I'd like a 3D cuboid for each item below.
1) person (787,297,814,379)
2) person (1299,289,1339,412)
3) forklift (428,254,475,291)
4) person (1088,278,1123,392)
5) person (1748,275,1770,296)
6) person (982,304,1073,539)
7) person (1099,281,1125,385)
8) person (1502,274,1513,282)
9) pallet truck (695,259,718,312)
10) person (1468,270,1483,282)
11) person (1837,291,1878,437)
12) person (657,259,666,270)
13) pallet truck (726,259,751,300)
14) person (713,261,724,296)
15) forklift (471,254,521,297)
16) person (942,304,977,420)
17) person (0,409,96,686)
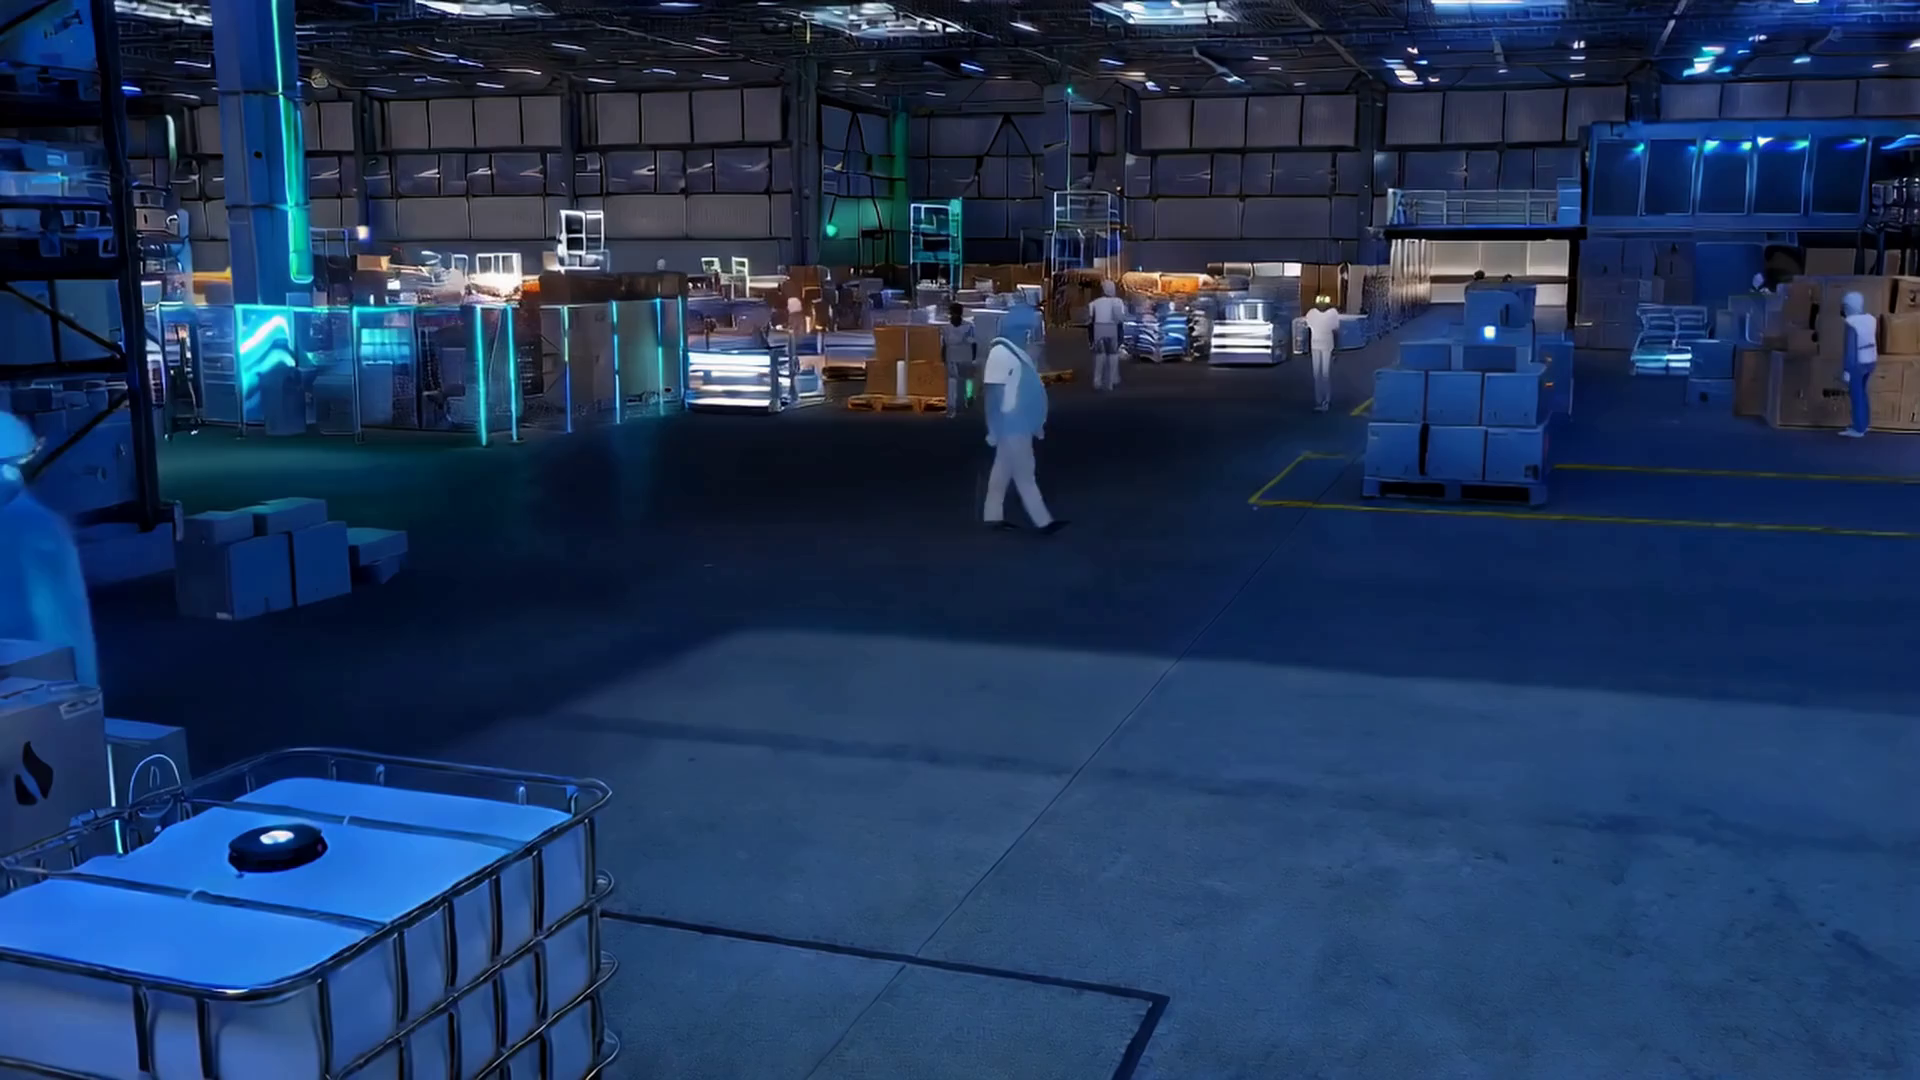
[{"bbox_3d":[-2.750,-3.345,28.449,0.444,1.625,0.498,3,10,16],"label":"person"},{"bbox_3d":[5.395,-2.846,25.036,0.540,1.845,0.694,7,12,33],"label":"person"},{"bbox_3d":[-20.133,-10.254,65.465,1.157,1.987,2.680,3,11,19],"label":"forklift"},{"bbox_3d":[2.480,-3.486,28.332,0.632,1.942,0.459,4,11,20],"label":"person"},{"bbox_3d":[18.128,-5.130,38.000,0.537,1.797,0.932,-2,10,-11],"label":"person"},{"bbox_3d":[0.586,-1.023,14.199,0.961,2.000,0.699,3,11,18],"label":"person"},{"bbox_3d":[2.680,-3.730,29.884,0.560,1.892,0.983,4,11,20],"label":"person"},{"bbox_3d":[11.992,-4.899,36.518,0.509,1.868,0.328,-1,10,-5],"label":"person"},{"bbox_3d":[-9.165,-9.627,62.776,0.823,1.965,1.885,4,11,23],"label":"pallet truck"},{"bbox_3d":[11.501,-5.043,37.130,0.373,1.934,0.552,4,11,21],"label":"person"},{"bbox_3d":[11.755,-2.296,21.766,0.625,1.898,0.420,-7,12,-34],"label":"person"},{"bbox_3d":[-10.201,-8.644,57.153,0.579,2.024,0.633,-4,11,-21],"label":"person"},{"bbox_3d":[-7.986,-9.493,62.019,0.823,1.965,1.885,3,11,17],"label":"pallet truck"},{"bbox_3d":[-8.781,-9.159,60.398,0.405,1.904,0.653,1,10,6],"label":"person"},{"bbox_3d":[-17.990,-10.121,64.684,1.157,1.987,2.680,3,11,17],"label":"forklift"},{"bbox_3d":[0.009,-2.596,24.127,0.519,1.669,0.763,2,10,10],"label":"person"},{"bbox_3d":[-3.167,0.536,5.603,0.585,1.970,0.650,-10,14,-43],"label":"person"}]
